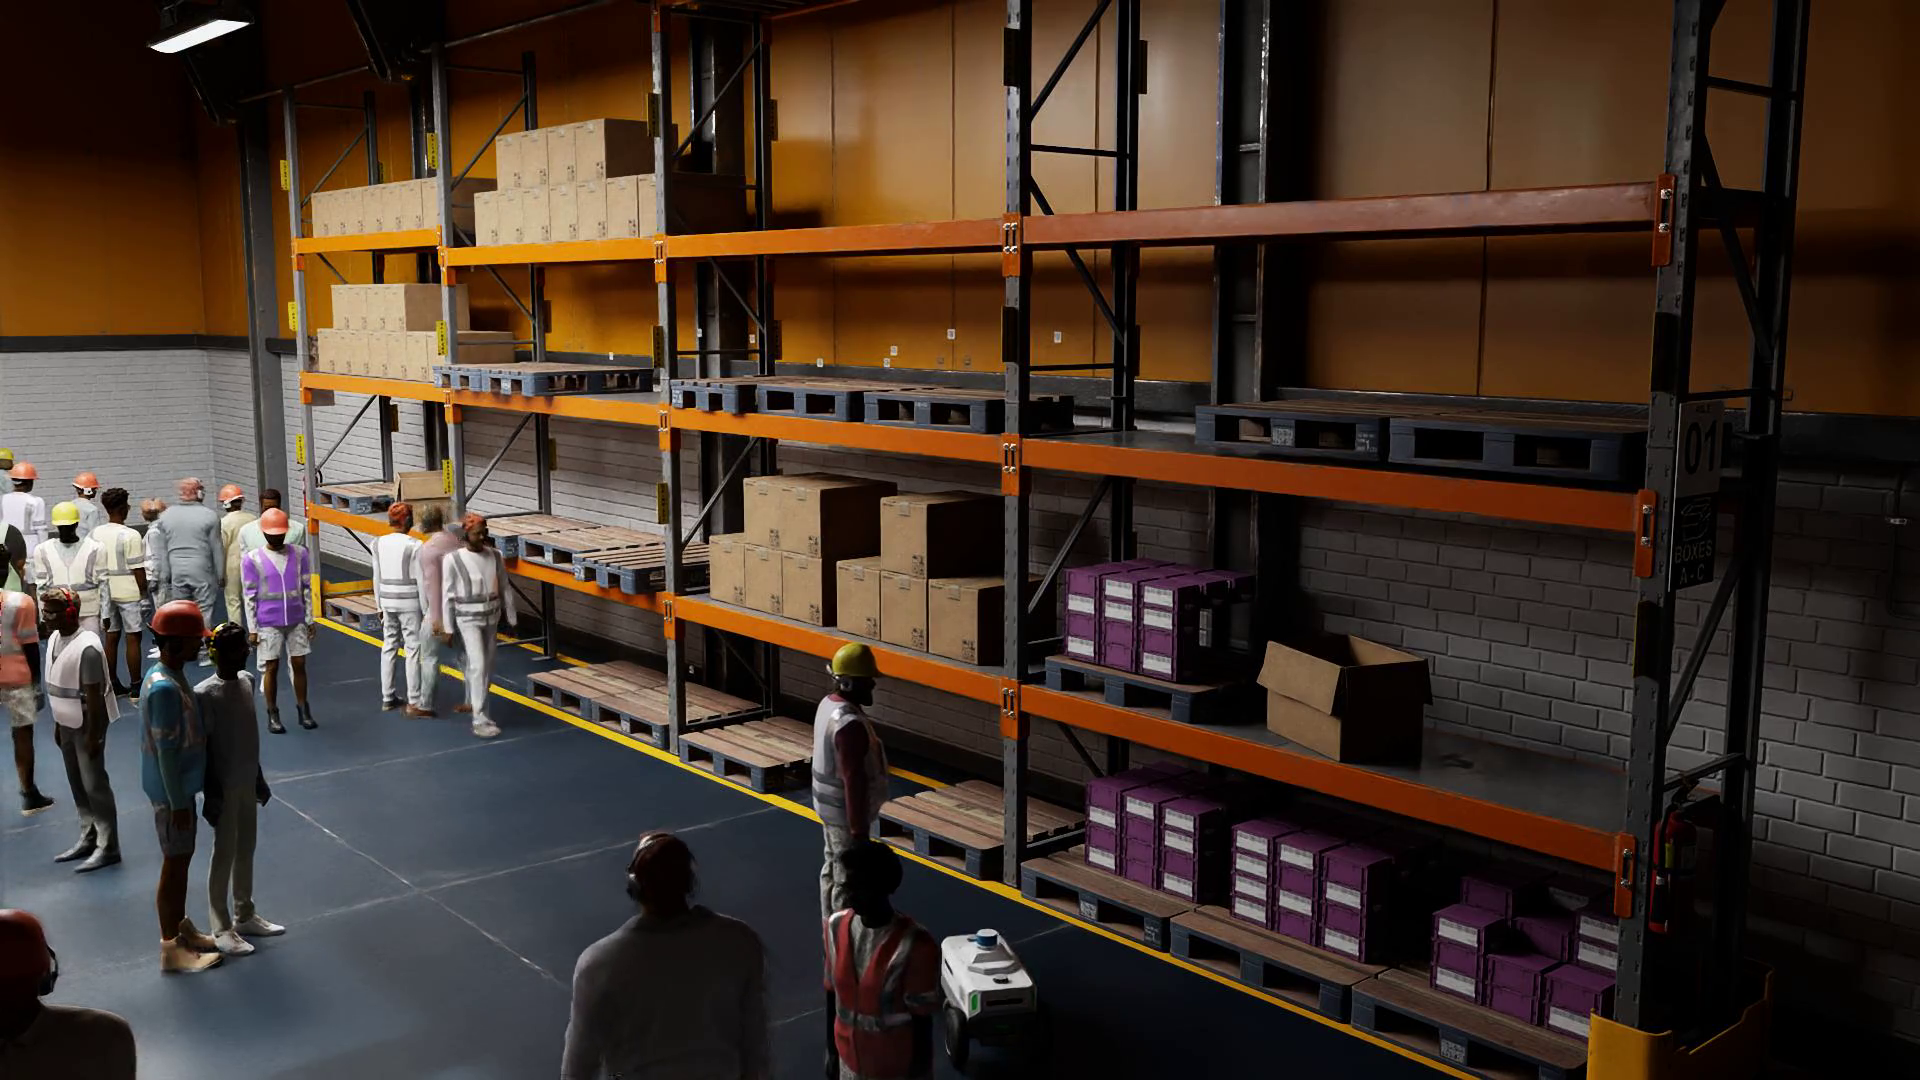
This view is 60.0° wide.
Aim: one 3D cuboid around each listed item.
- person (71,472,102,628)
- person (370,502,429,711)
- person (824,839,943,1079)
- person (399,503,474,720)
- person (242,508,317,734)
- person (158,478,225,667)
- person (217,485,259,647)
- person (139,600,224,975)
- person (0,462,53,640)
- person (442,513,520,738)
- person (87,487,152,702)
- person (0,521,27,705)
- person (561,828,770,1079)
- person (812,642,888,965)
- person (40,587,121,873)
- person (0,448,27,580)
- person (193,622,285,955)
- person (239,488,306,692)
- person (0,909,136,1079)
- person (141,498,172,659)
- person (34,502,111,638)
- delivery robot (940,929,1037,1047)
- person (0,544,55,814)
[{"bbox_3d":[-9.724,0.116,18.580,0.557,1.744,0.348,6,10,35],"label":"person"},{"bbox_3d":[-4.953,0.598,14.775,0.574,1.876,0.354,3,9,19],"label":"person"},{"bbox_3d":[-0.294,1.926,6.185,0.530,1.688,0.321,6,10,35],"label":"person"},{"bbox_3d":[-4.562,0.628,14.517,0.732,1.906,0.654,2,8,11],"label":"person"},{"bbox_3d":[-5.736,0.679,14.050,0.549,1.924,0.387,-6,10,-38],"label":"person"},{"bbox_3d":[-7.650,0.327,16.637,0.648,1.889,0.403,1,8,4],"label":"person"},{"bbox_3d":[-7.550,0.291,17.363,0.355,1.742,0.574,3,9,23],"label":"person"},{"bbox_3d":[-4.244,1.337,9.091,0.405,2.035,0.606,-3,9,-21],"label":"person"},{"bbox_3d":[-10.046,0.127,17.897,0.558,1.925,0.413,1,8,5],"label":"person"},{"bbox_3d":[-3.955,0.719,13.940,0.683,1.865,0.613,6,10,38],"label":"person"},{"bbox_3d":[-7.630,0.496,15.156,0.607,1.966,0.367,3,9,19],"label":"person"},{"bbox_3d":[-8.656,0.519,14.741,0.535,2.000,0.679,4,9,28],"label":"person"},{"bbox_3d":[-1.025,1.896,5.686,0.676,1.884,0.699,-4,9,-25],"label":"person"},{"bbox_3d":[-0.590,1.453,8.977,0.404,1.829,0.591,-3,9,-17],"label":"person"},{"bbox_3d":[-5.654,1.201,10.721,0.561,1.837,0.384,7,11,39],"label":"person"},{"bbox_3d":[-12.425,-0.329,21.691,0.484,1.735,0.309,5,9,29],"label":"person"},{"bbox_3d":[-4.074,1.377,9.364,0.317,1.870,0.531,1,8,10],"label":"person"},{"bbox_3d":[-6.418,0.460,15.596,0.586,1.914,0.399,-3,9,-23],"label":"person"},{"bbox_3d":[-2.630,1.990,4.714,0.616,1.986,0.407,-4,9,-24],"label":"person"},{"bbox_3d":[-8.215,0.385,17.049,0.307,1.644,0.514,-3,9,-20],"label":"person"},{"bbox_3d":[-7.715,0.617,14.493,0.587,1.920,0.390,-2,9,-16],"label":"person"},{"bbox_3d":[0.132,2.156,8.169,0.477,0.478,0.707,-2,8,-13],"label":"delivery robot"},{"bbox_3d":[-6.872,0.980,11.886,0.652,1.962,0.404,0,8,0],"label":"person"}]
